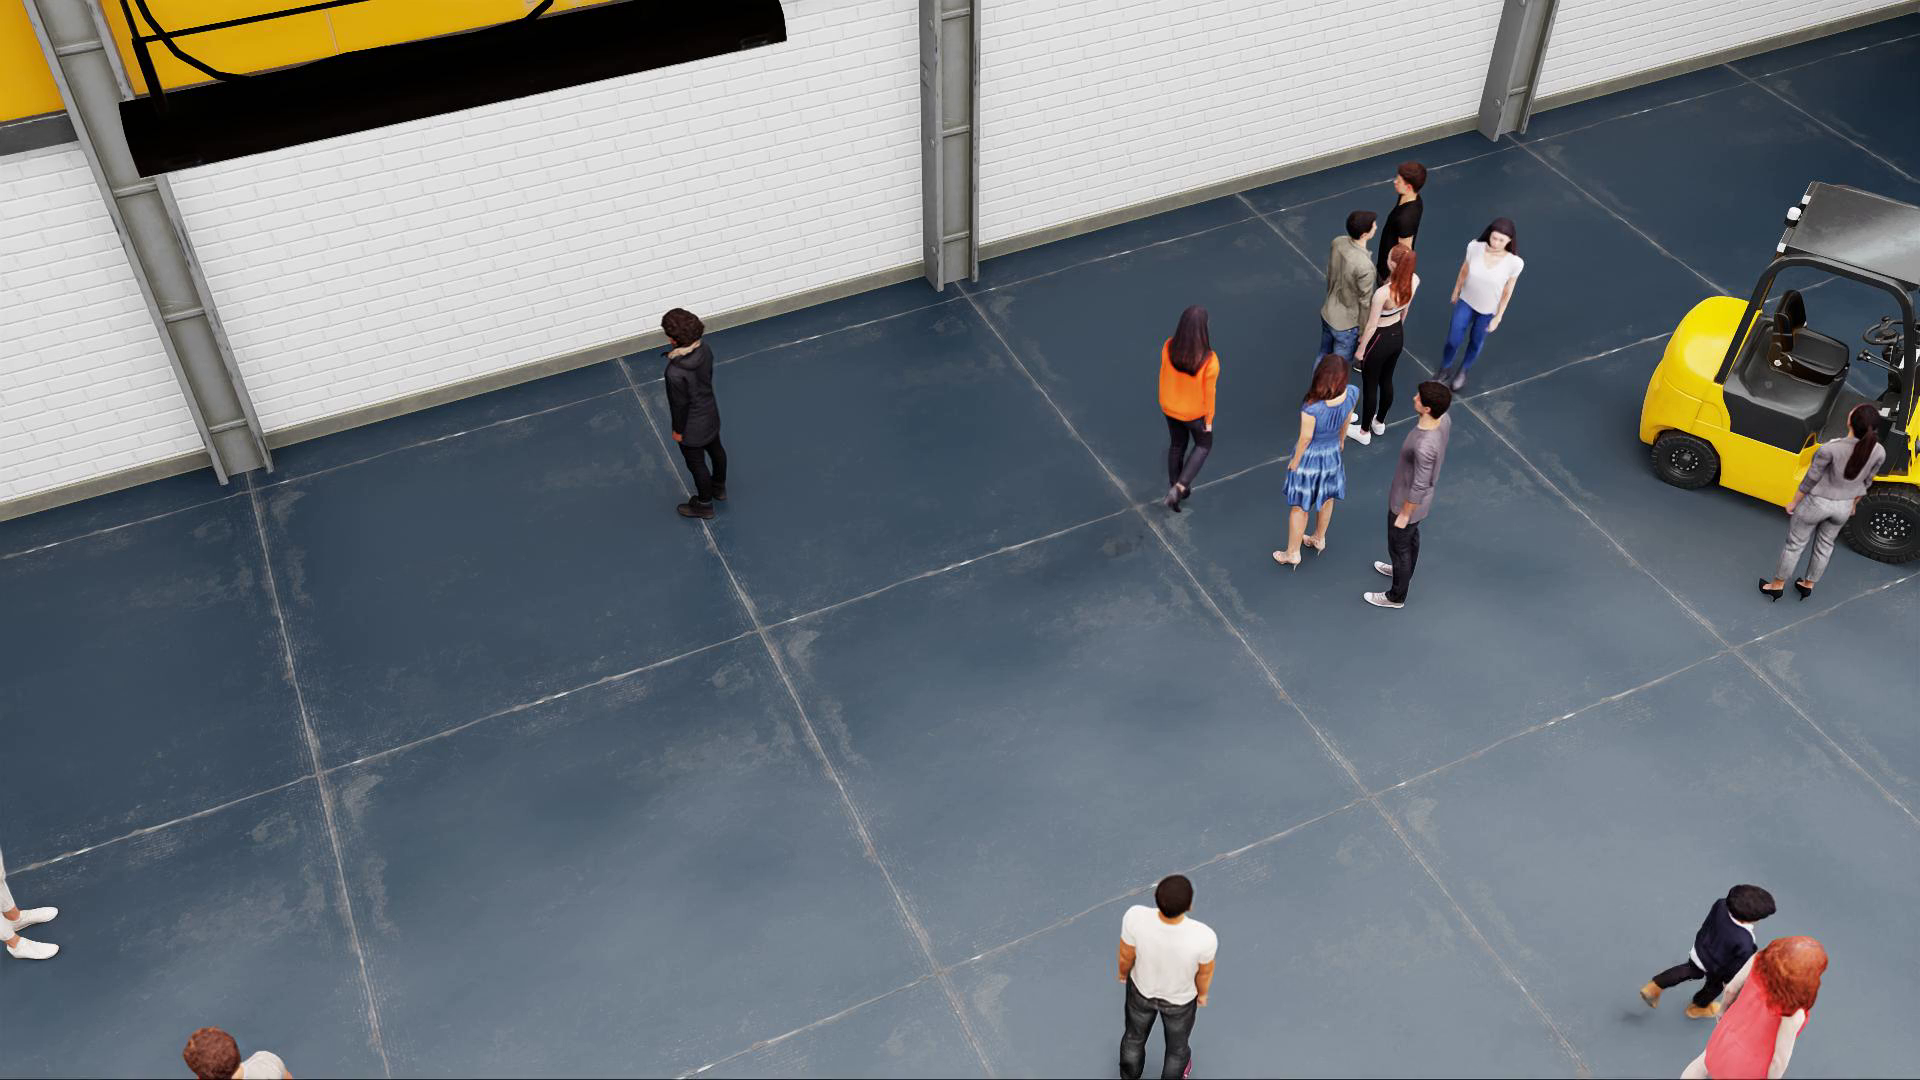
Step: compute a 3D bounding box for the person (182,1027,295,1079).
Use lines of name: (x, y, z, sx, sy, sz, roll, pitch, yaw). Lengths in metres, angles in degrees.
person: (-3.257, 2.874, 7.837, 0.801, 1.895, 0.697, 21, 47, 20)

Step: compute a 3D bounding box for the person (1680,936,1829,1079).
person: (3.889, 2.518, 8.260, 0.594, 1.827, 0.655, -7, 44, -7)

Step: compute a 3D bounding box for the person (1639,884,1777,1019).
person: (4.050, 2.245, 8.993, 0.802, 1.212, 0.635, -6, 44, -6)

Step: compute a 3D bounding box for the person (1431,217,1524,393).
person: (4.078, -1.859, 12.973, 0.747, 1.663, 0.789, 26, 50, 25)

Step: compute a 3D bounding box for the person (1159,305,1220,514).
person: (1.568, -0.875, 11.889, 0.799, 1.733, 0.875, 32, 52, 29)

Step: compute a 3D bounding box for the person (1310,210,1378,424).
person: (2.911, -1.699, 12.659, 0.585, 1.865, 0.718, -15, 46, -15)

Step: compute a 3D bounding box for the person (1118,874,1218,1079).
person: (1.034, 2.287, 8.519, 0.699, 1.804, 0.767, 13, 45, 13)

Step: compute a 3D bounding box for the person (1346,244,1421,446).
person: (3.194, -1.475, 12.514, 0.512, 1.741, 0.678, -25, 49, -24)

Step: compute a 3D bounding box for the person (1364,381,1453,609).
person: (3.054, -0.307, 11.208, 0.794, 1.851, 0.707, 18, 46, 18)

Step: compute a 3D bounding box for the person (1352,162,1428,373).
person: (3.440, -2.157, 13.142, 0.792, 1.861, 0.763, 8, 44, 8)

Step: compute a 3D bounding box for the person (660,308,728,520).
person: (-1.888, -0.899, 11.881, 0.786, 1.779, 0.711, 18, 47, 18)

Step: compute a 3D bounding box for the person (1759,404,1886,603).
person: (5.846, -0.229, 11.253, 0.660, 1.677, 0.773, 1, 44, 1)

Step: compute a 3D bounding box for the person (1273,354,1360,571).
person: (2.454, -0.539, 11.485, 0.548, 1.806, 0.756, -24, 49, -23)
